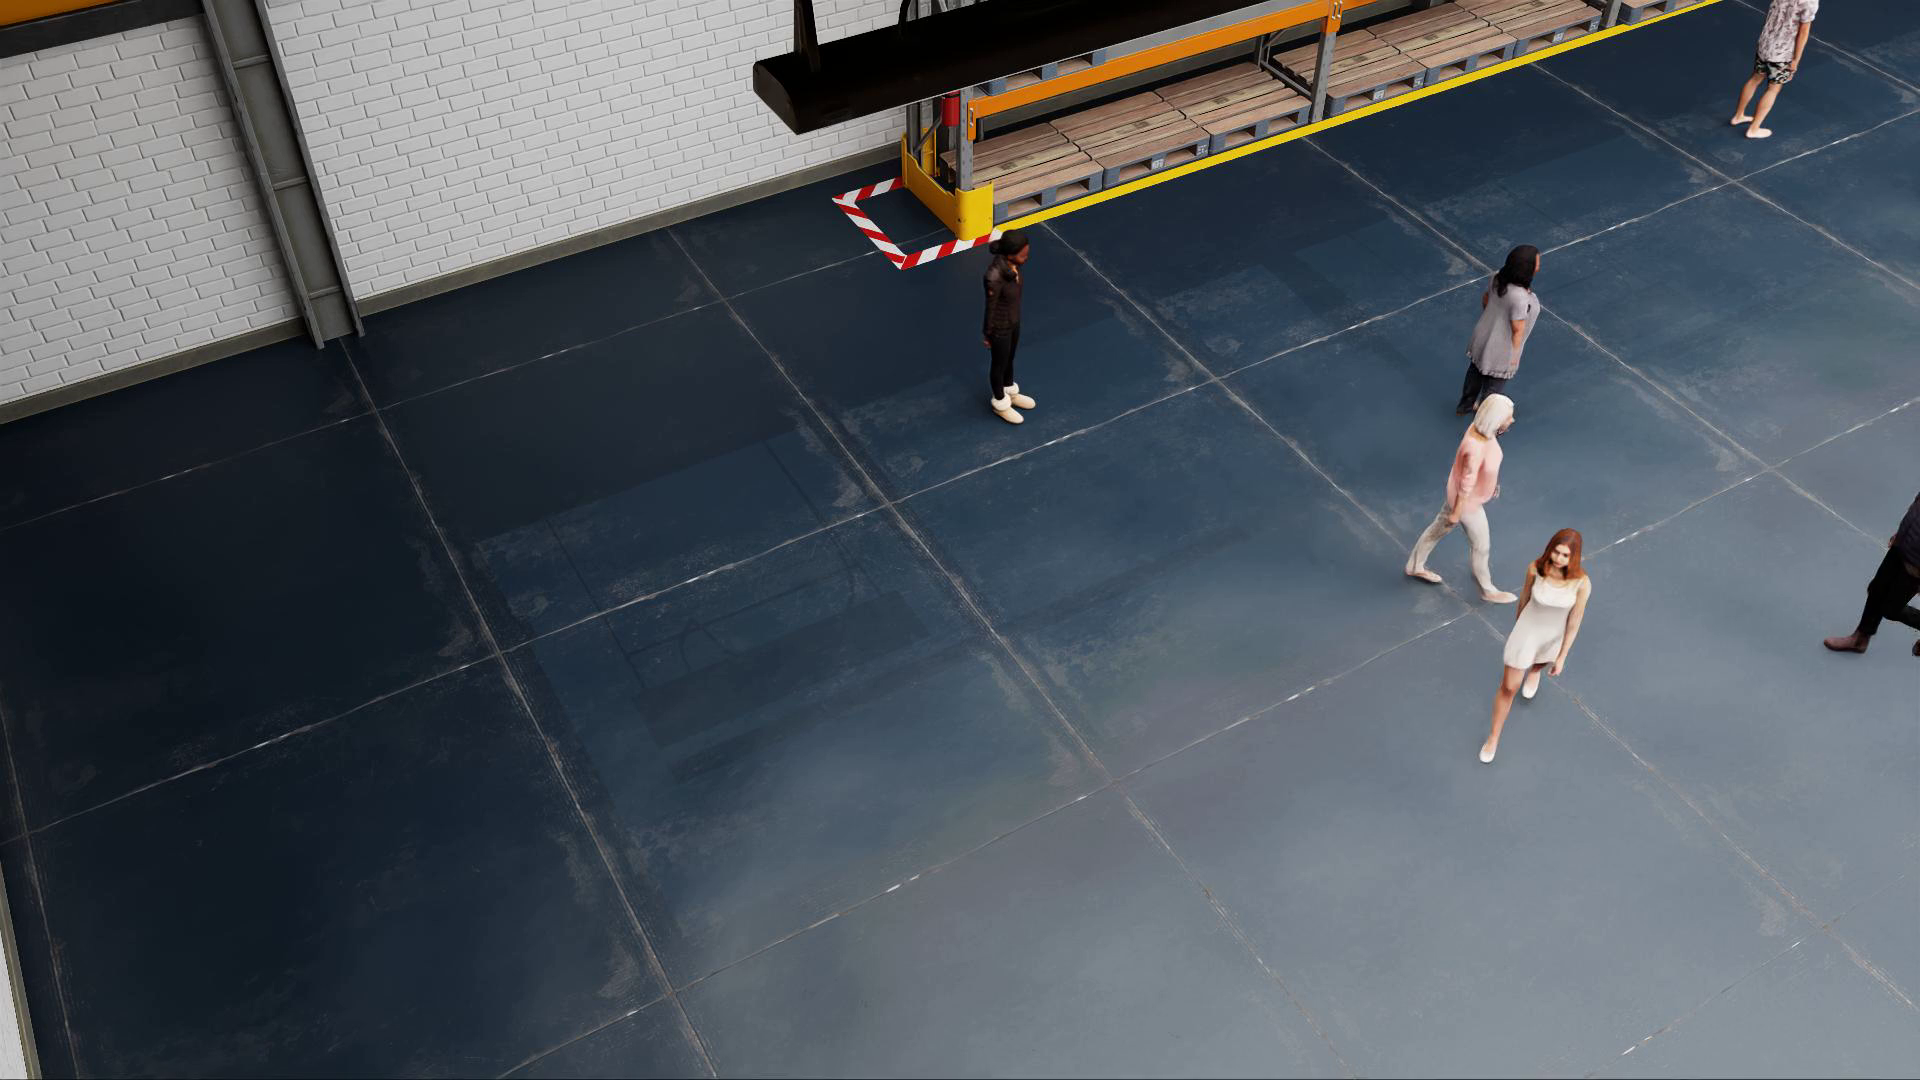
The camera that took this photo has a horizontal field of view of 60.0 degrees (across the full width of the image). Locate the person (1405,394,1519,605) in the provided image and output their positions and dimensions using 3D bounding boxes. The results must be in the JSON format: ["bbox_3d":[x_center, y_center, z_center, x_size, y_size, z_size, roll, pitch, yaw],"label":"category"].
[{"bbox_3d":[3.318,-0.321,11.183,1.044,1.696,1.003,12,45,12],"label":"person"}]

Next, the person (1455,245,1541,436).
[{"bbox_3d":[4.050,-1.521,12.503,0.719,1.610,0.692,-11,45,-12],"label":"person"}]

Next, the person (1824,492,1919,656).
[{"bbox_3d":[6.207,0.114,10.635,1.093,1.821,0.991,3,44,4],"label":"person"}]

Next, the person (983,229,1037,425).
[{"bbox_3d":[0.320,-1.643,12.600,0.758,1.654,0.695,5,44,5],"label":"person"}]

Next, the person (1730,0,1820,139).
[{"bbox_3d":[7.708,-4.668,15.664,0.630,1.809,0.714,-15,46,-15],"label":"person"}]

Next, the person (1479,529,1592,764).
[{"bbox_3d":[3.644,0.532,10.316,0.995,1.656,1.237,20,47,20],"label":"person"}]
